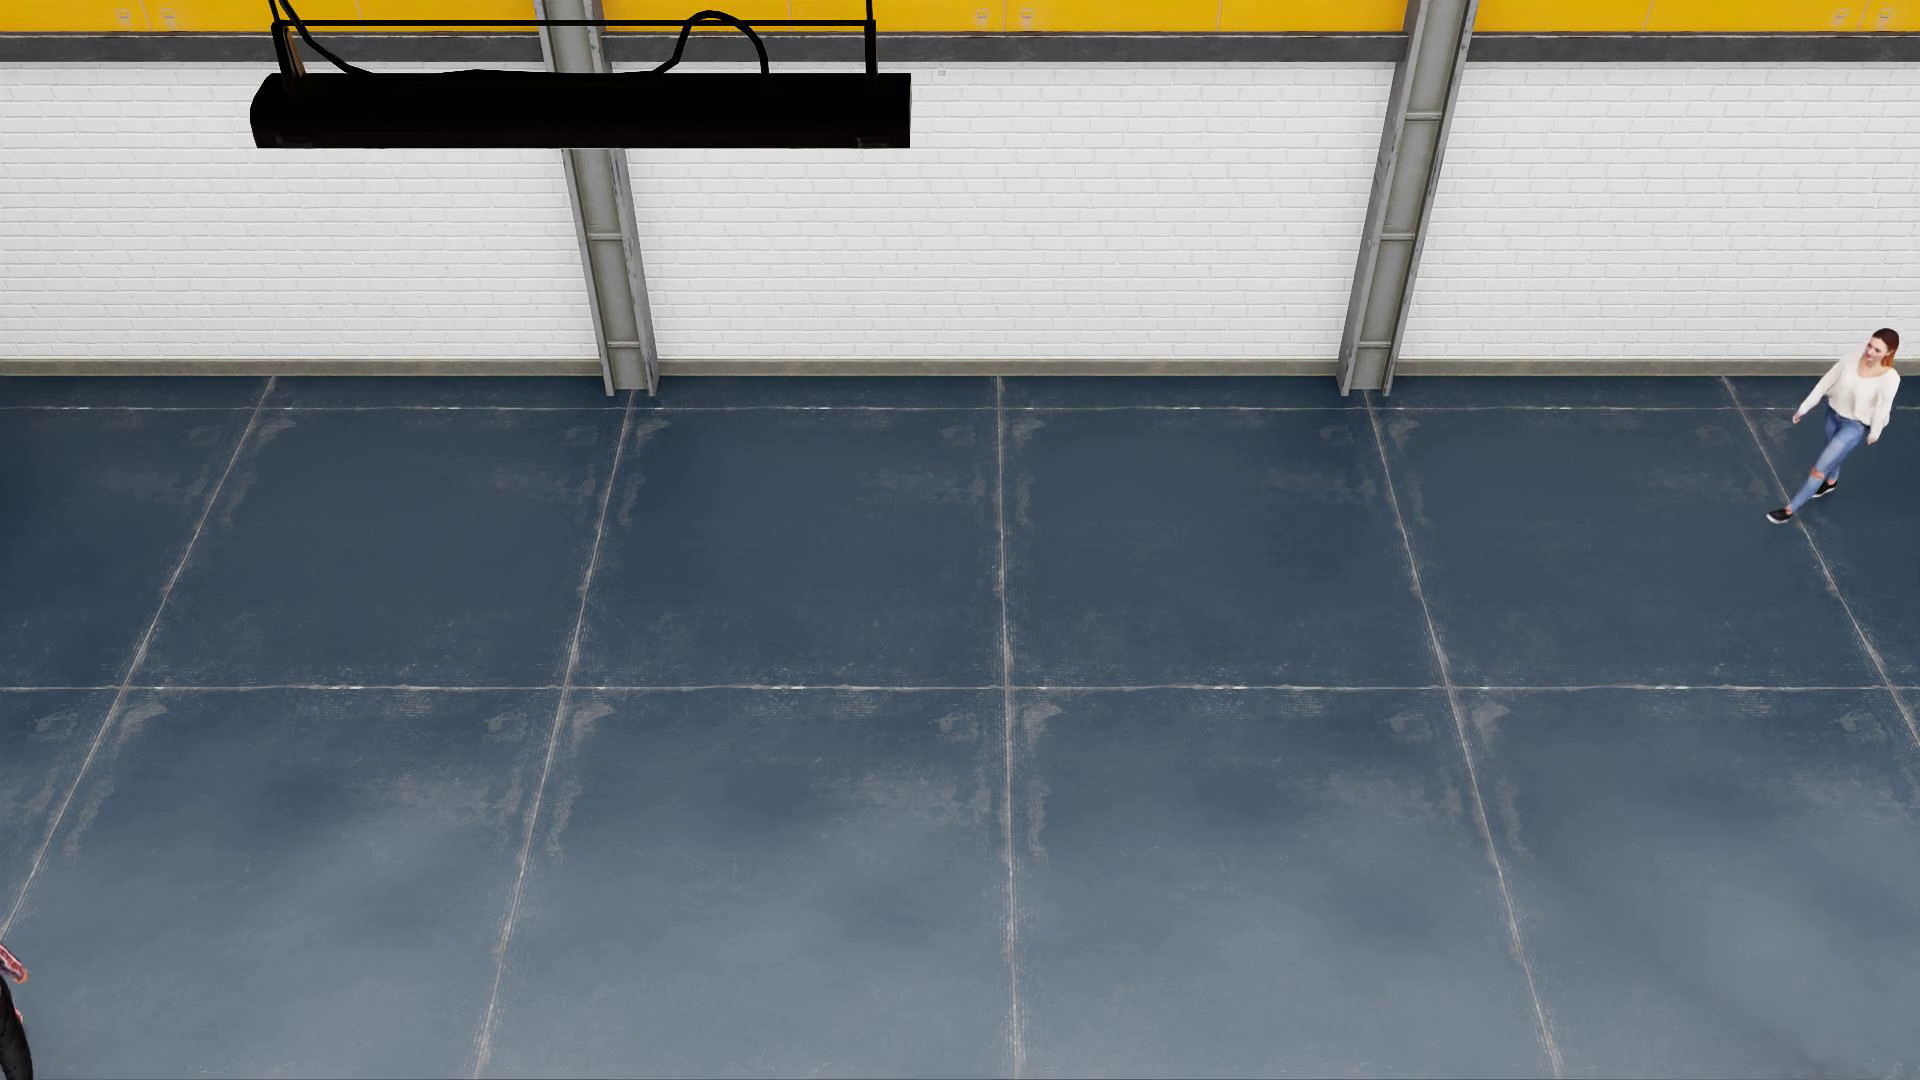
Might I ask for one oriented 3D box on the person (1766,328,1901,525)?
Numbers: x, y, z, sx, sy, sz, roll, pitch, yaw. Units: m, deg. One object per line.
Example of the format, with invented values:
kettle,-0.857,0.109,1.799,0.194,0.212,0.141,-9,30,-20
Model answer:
person,6.473,-0.876,12.063,1.182,1.644,0.943,-17,46,-17
